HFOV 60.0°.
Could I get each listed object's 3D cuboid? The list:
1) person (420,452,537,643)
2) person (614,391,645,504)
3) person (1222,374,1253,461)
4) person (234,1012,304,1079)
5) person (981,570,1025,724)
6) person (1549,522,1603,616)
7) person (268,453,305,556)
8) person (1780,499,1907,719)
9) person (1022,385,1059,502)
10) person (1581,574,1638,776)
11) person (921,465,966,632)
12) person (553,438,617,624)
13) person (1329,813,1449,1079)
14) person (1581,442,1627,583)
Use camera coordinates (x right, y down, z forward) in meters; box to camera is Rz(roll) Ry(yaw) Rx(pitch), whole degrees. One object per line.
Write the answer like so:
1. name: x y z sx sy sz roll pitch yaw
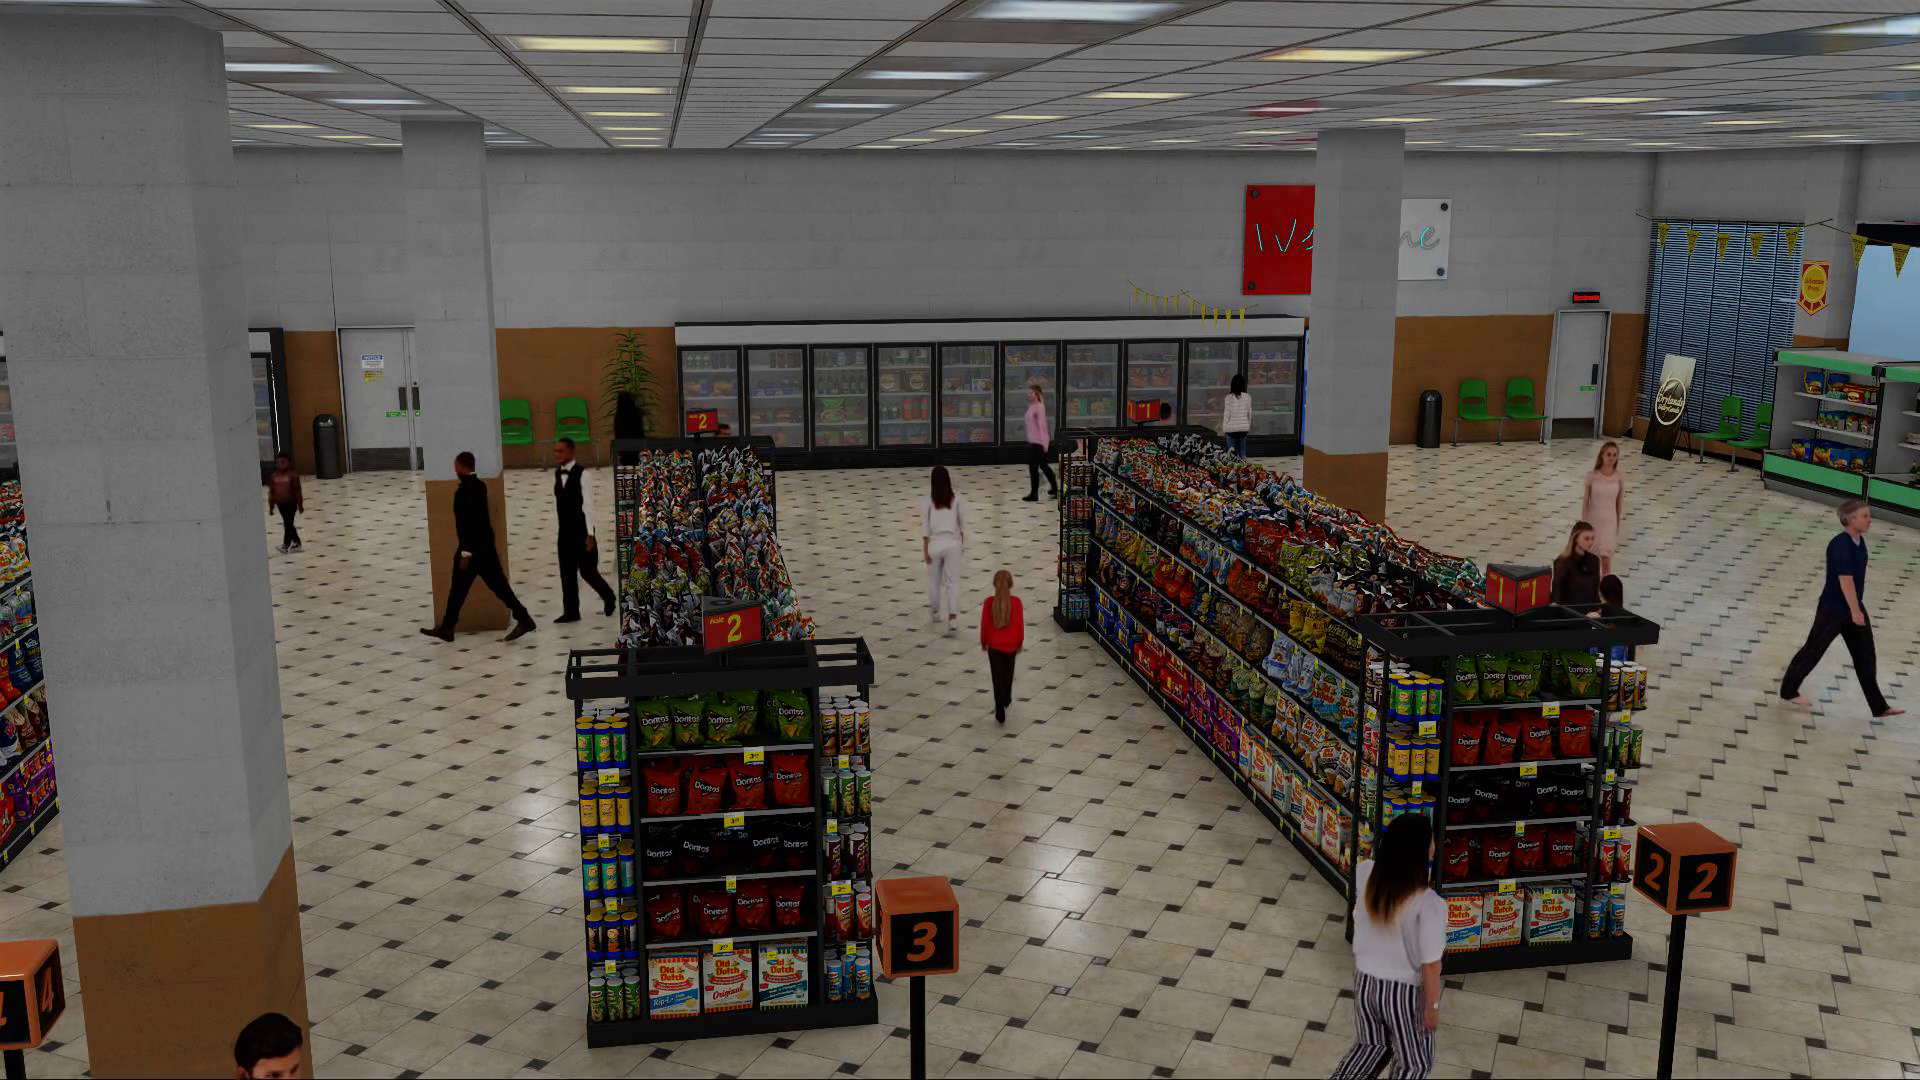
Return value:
1. person: -4.591 0.106 16.182 1.007 1.845 1.323 -5 13 -22
2. person: -4.588 -1.292 23.407 0.924 1.604 0.860 10 16 40
3. person: 4.206 -1.709 25.305 0.650 1.637 0.581 -4 12 -17
4. person: -2.138 2.377 5.199 0.813 1.926 0.654 2 12 11
5. person: 0.350 0.903 13.839 0.584 1.251 0.916 0 12 -2
6. person: 5.073 0.657 13.941 0.726 1.690 0.799 -6 13 -25
7. person: -8.193 -0.450 20.322 0.684 1.228 0.906 1 12 6
8. person: 7.288 0.594 13.951 1.042 1.808 1.301 -9 15 -37
9. person: 1.172 -1.374 23.673 0.781 1.655 0.804 -2 12 -9
10. person: 4.747 1.079 12.227 0.694 1.571 1.070 0 12 1
11. person: -0.137 0.112 16.617 0.663 1.654 1.090 -1 12 -5
12. person: -3.869 -0.105 17.048 1.058 1.900 1.144 6 13 26
13. person: 1.902 2.029 7.492 0.941 1.663 0.967 -7 14 -31
14. person: 6.667 -0.128 17.392 0.893 1.804 1.151 3 12 14
